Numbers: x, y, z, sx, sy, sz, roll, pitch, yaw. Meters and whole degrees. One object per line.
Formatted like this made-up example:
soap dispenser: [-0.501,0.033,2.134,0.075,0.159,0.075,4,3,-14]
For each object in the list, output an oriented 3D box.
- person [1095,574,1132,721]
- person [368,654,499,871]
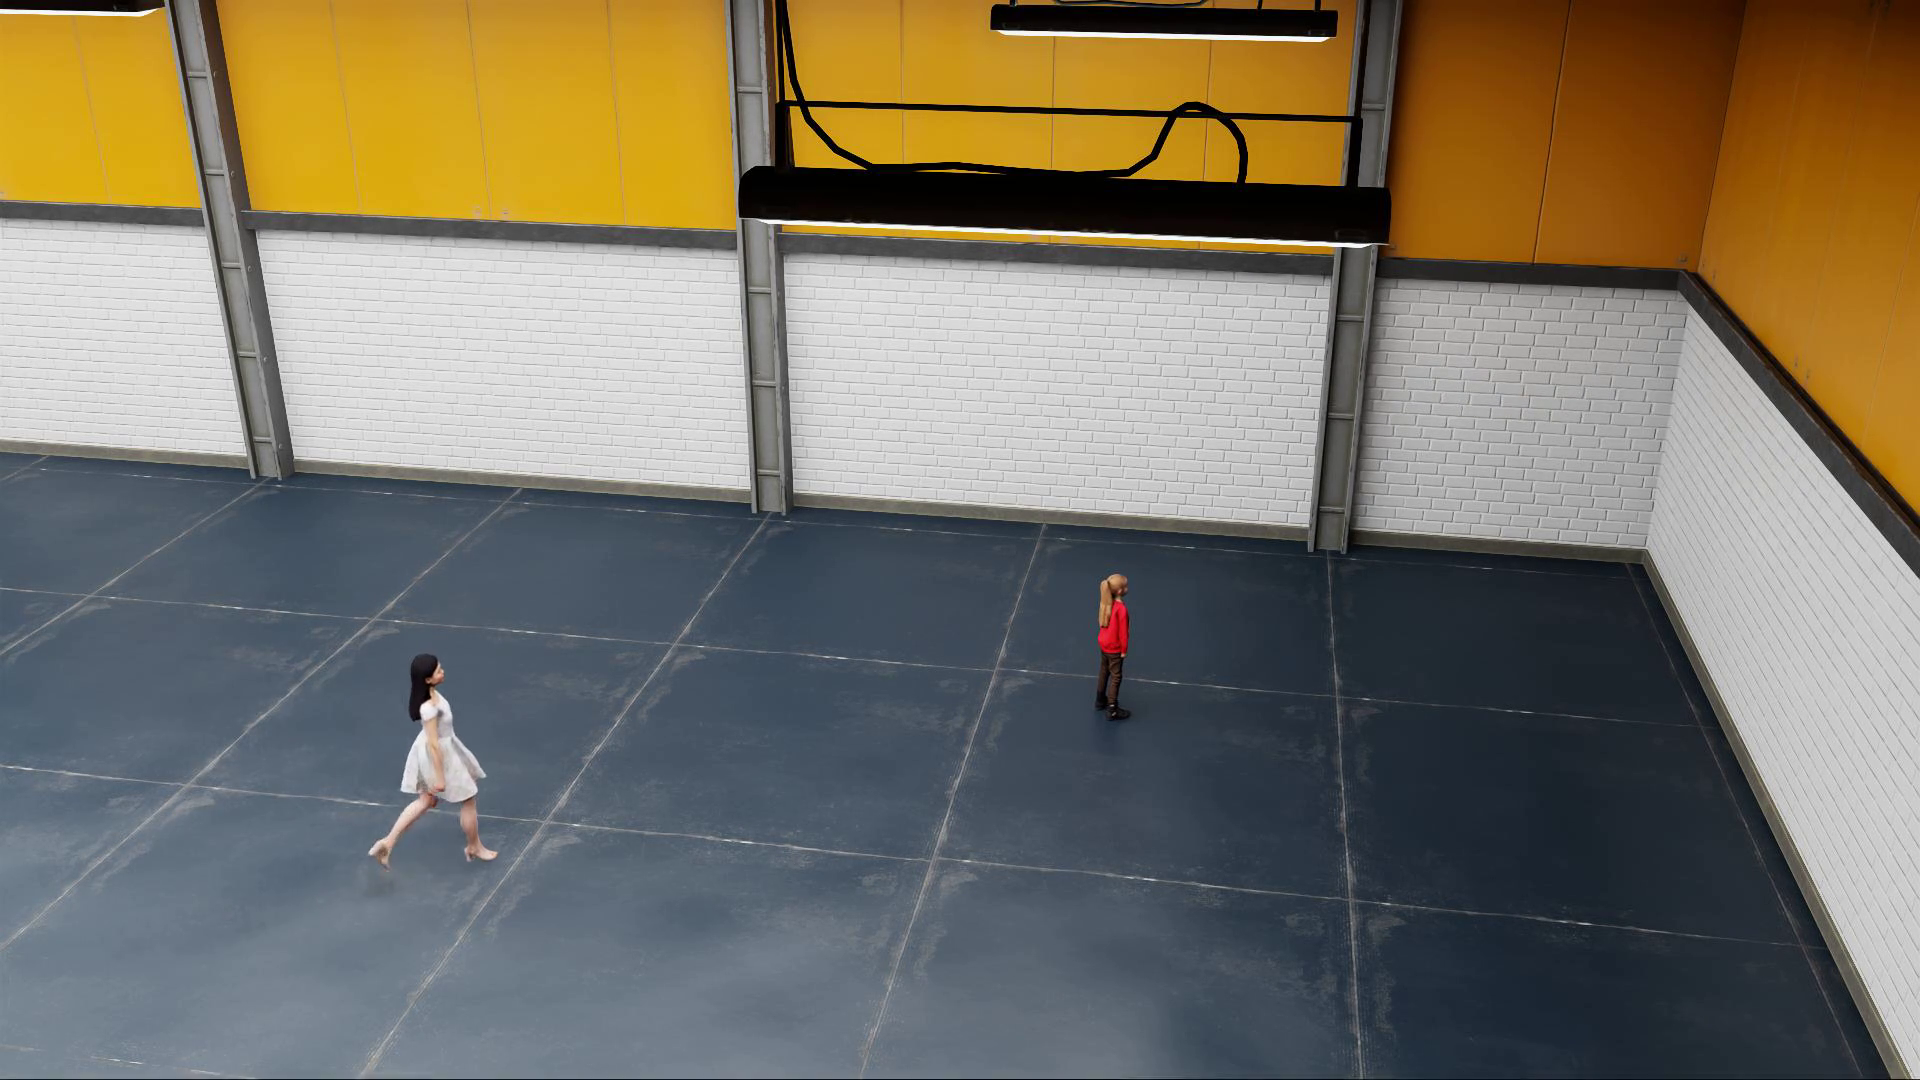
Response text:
person: [1.284,0.881,13.953,0.608,1.280,0.567,-10,26,-22]
person: [-3.750,1.615,11.695,1.166,1.743,1.016,-11,26,-24]
